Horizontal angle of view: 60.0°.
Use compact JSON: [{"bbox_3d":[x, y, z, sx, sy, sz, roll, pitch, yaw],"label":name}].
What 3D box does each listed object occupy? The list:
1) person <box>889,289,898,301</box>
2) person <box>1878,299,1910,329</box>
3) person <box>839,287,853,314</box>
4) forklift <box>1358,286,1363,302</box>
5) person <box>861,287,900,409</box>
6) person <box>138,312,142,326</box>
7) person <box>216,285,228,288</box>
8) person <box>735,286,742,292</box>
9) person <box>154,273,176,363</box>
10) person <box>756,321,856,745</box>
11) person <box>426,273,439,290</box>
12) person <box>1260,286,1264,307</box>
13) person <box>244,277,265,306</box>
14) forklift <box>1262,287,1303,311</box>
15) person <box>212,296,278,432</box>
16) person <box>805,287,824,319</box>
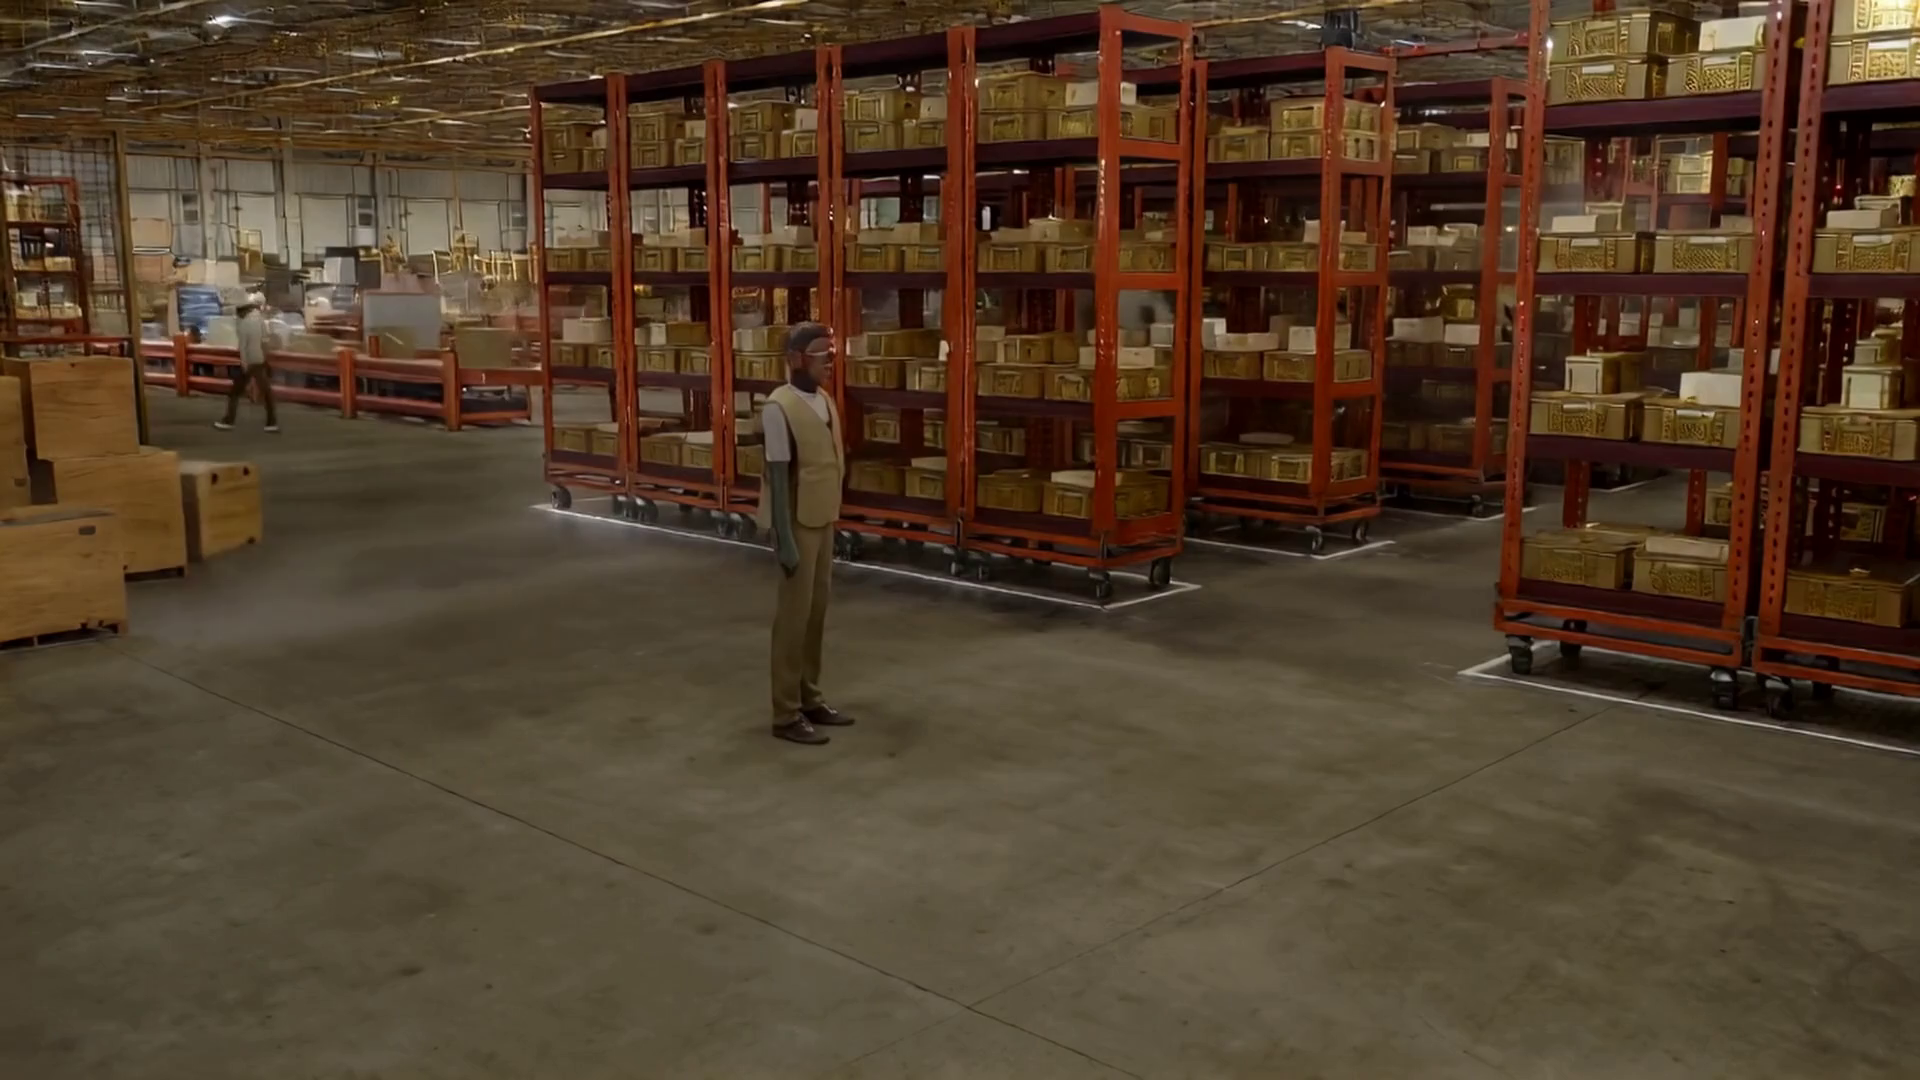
[{"bbox_3d":[-2.311,-8.309,58.300,0.316,1.767,0.535,3,10,18],"label":"person"},{"bbox_3d":[9.858,-1.724,17.713,0.403,1.835,0.588,2,9,10],"label":"person"},{"bbox_3d":[-2.971,-6.000,44.020,0.591,1.799,0.806,-8,12,-40],"label":"person"},{"bbox_3d":[11.100,-7.017,46.970,1.873,2.768,1.129,9,13,43],"label":"forklift"},{"bbox_3d":[-0.878,-1.649,16.817,0.451,1.972,0.618,8,12,42],"label":"person"},{"bbox_3d":[-24.104,-6.649,48.253,0.815,1.716,0.501,-6,11,-31],"label":"person"},{"bbox_3d":[-24.286,-7.861,55.004,1.019,1.938,0.652,1,9,8],"label":"person"},{"bbox_3d":[-9.424,-10.168,70.088,0.518,1.638,0.309,-4,10,-26],"label":"person"},{"bbox_3d":[-17.464,-4.960,37.094,1.051,2.005,0.608,-9,13,-43],"label":"person"},{"bbox_3d":[-0.695,-0.039,7.346,0.377,1.844,0.569,3,10,17],"label":"person"},{"bbox_3d":[-21.976,-10.171,69.373,0.546,1.888,1.013,-4,10,-25],"label":"person"},{"bbox_3d":[10.956,-8.777,60.532,0.384,1.990,0.782,1,9,6],"label":"person"},{"bbox_3d":[-16.245,-5.086,38.183,1.002,1.874,0.548,-7,12,-39],"label":"person"},{"bbox_3d":[10.769,-8.203,54.240,1.129,2.768,1.873,8,12,42],"label":"forklift"},{"bbox_3d":[-9.112,-2.230,21.156,0.887,1.727,0.532,3,10,16],"label":"person"},{"bbox_3d":[-3.474,-5.375,40.012,0.679,1.854,0.979,2,9,11],"label":"person"}]
